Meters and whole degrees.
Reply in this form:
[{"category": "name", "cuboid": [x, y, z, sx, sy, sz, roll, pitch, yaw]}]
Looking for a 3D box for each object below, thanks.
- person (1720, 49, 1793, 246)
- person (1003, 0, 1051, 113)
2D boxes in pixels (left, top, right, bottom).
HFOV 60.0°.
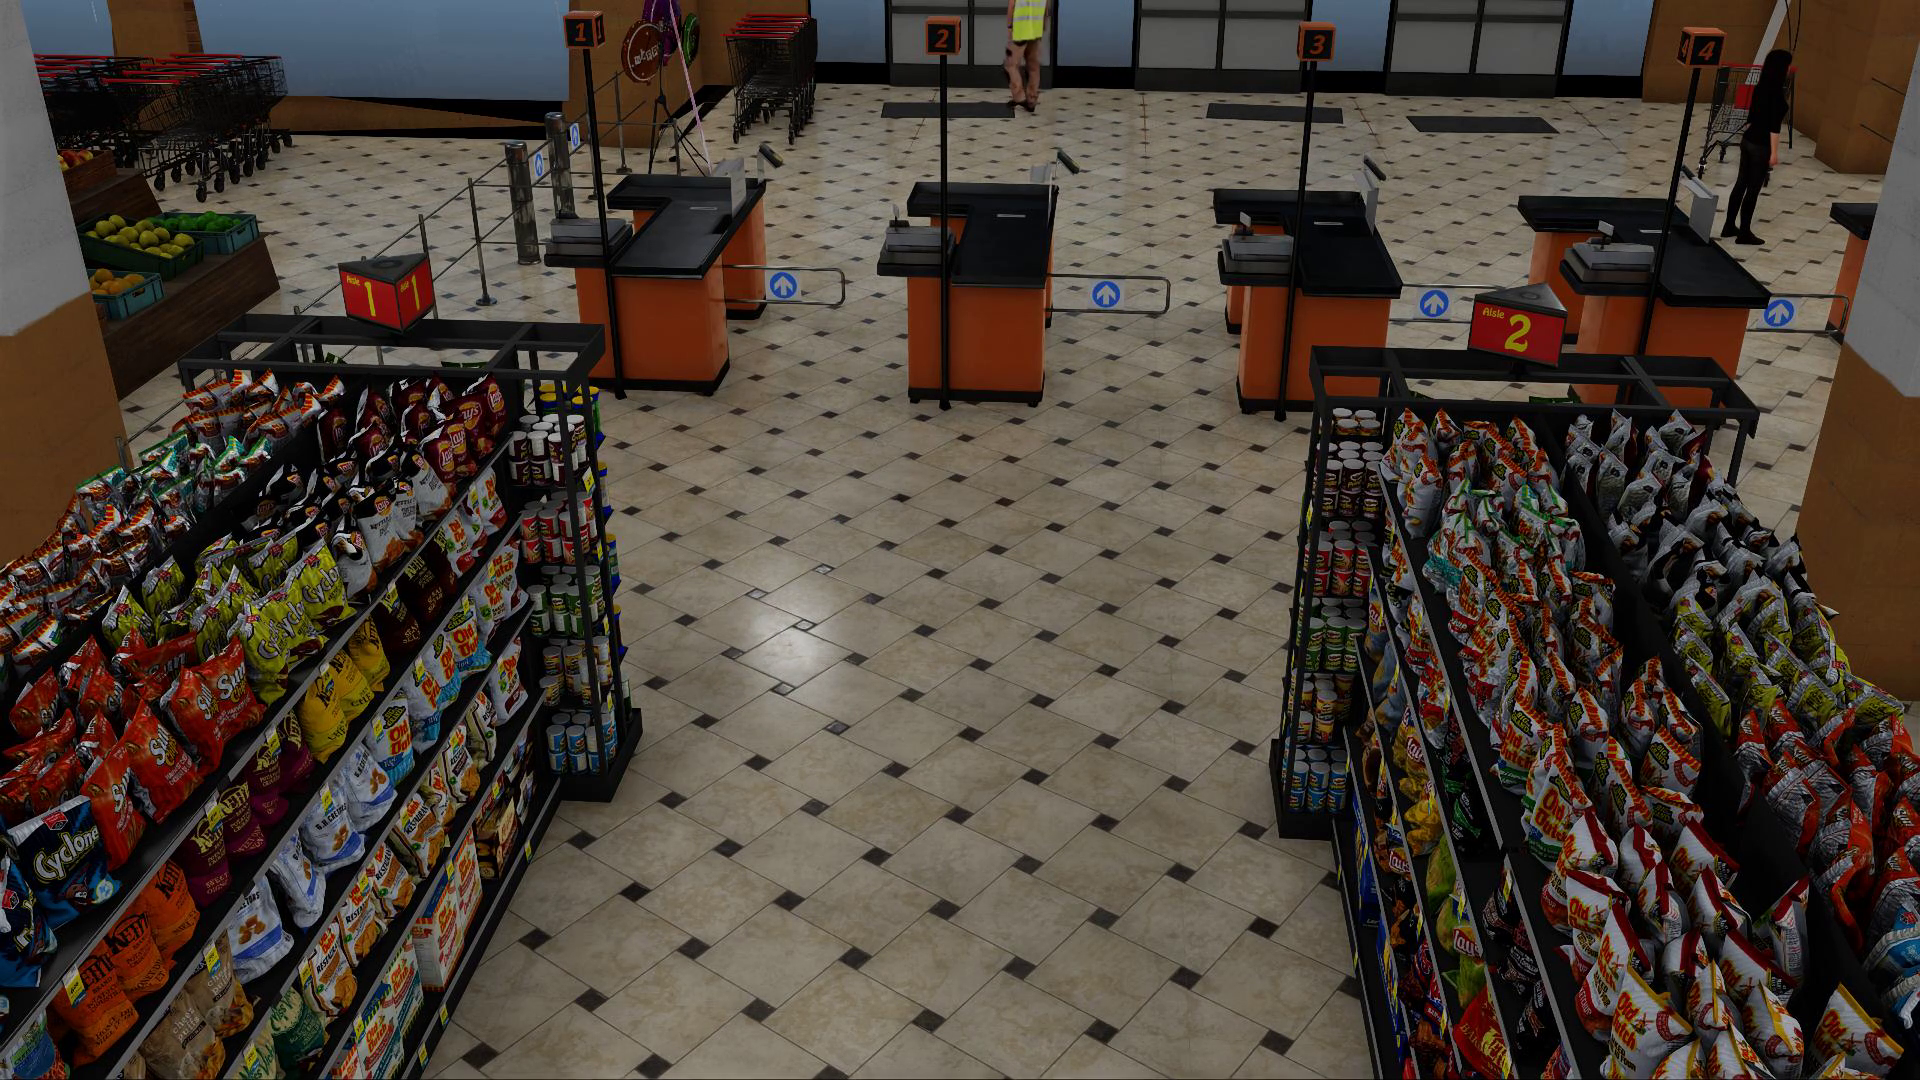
[{"category": "person", "cuboid": [6.885, -3.395, 14.354, 0.685, 1.642, 0.510, -4, 27, -7]}, {"category": "person", "cuboid": [0.776, -5.747, 18.779, 0.875, 1.835, 0.912, -13, 30, -25]}]
